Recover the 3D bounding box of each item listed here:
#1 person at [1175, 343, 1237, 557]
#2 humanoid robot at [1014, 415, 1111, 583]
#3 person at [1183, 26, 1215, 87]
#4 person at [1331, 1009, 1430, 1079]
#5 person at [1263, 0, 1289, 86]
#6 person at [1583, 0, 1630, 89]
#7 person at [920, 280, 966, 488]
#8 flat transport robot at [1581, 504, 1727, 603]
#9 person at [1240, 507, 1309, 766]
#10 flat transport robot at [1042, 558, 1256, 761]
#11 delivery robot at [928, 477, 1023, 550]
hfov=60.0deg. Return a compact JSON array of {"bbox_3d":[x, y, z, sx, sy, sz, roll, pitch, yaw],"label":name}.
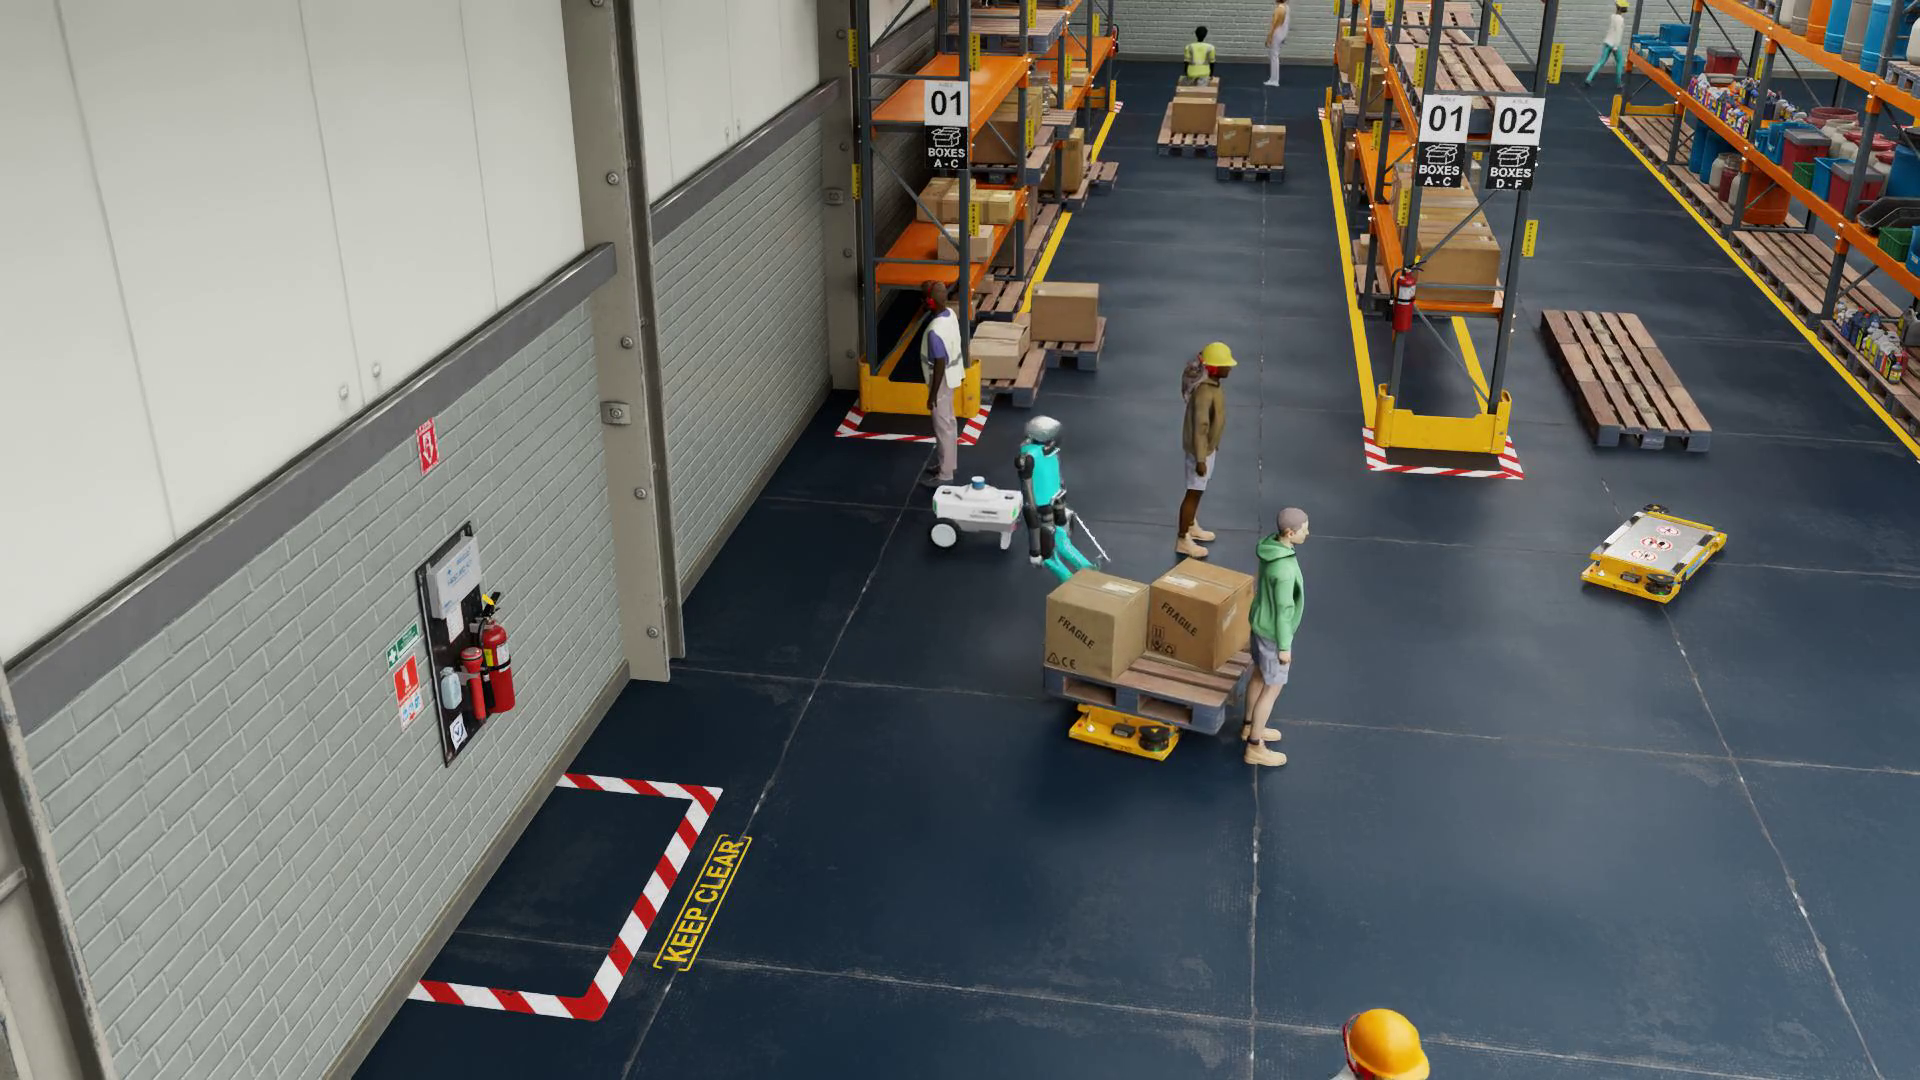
[{"bbox_3d":[1.934,-0.728,13.171,0.417,1.752,0.555,8,26,16],"label":"person"},{"bbox_3d":[0.792,0.034,11.601,0.813,1.806,0.544,13,28,26],"label":"humanoid robot"},{"bbox_3d":[4.184,-8.152,29.163,0.541,1.659,0.829,5,25,10],"label":"person"},{"bbox_3d":[1.465,2.486,6.161,0.550,1.880,0.575,20,32,37],"label":"person"},{"bbox_3d":[6.154,-9.846,32.562,0.477,1.844,0.571,17,30,32],"label":"person"},{"bbox_3d":[12.622,-9.619,32.211,0.866,1.727,0.524,-2,25,-4],"label":"person"},{"bbox_3d":[-0.156,-1.344,14.376,0.391,1.841,0.562,5,25,10],"label":"person"},{"bbox_3d":[5.507,0.098,13.149,0.659,0.231,1.431,19,31,35],"label":"flat transport robot"},{"bbox_3d":[1.952,0.590,10.372,0.315,1.734,0.477,-1,25,-2],"label":"person"},{"bbox_3d":[1.310,1.009,11.199,0.659,0.231,1.431,12,28,24],"label":"flat transport robot"},{"bbox_3d":[0.112,-0.221,13.516,0.786,0.614,0.524,5,26,11],"label":"delivery robot"}]
